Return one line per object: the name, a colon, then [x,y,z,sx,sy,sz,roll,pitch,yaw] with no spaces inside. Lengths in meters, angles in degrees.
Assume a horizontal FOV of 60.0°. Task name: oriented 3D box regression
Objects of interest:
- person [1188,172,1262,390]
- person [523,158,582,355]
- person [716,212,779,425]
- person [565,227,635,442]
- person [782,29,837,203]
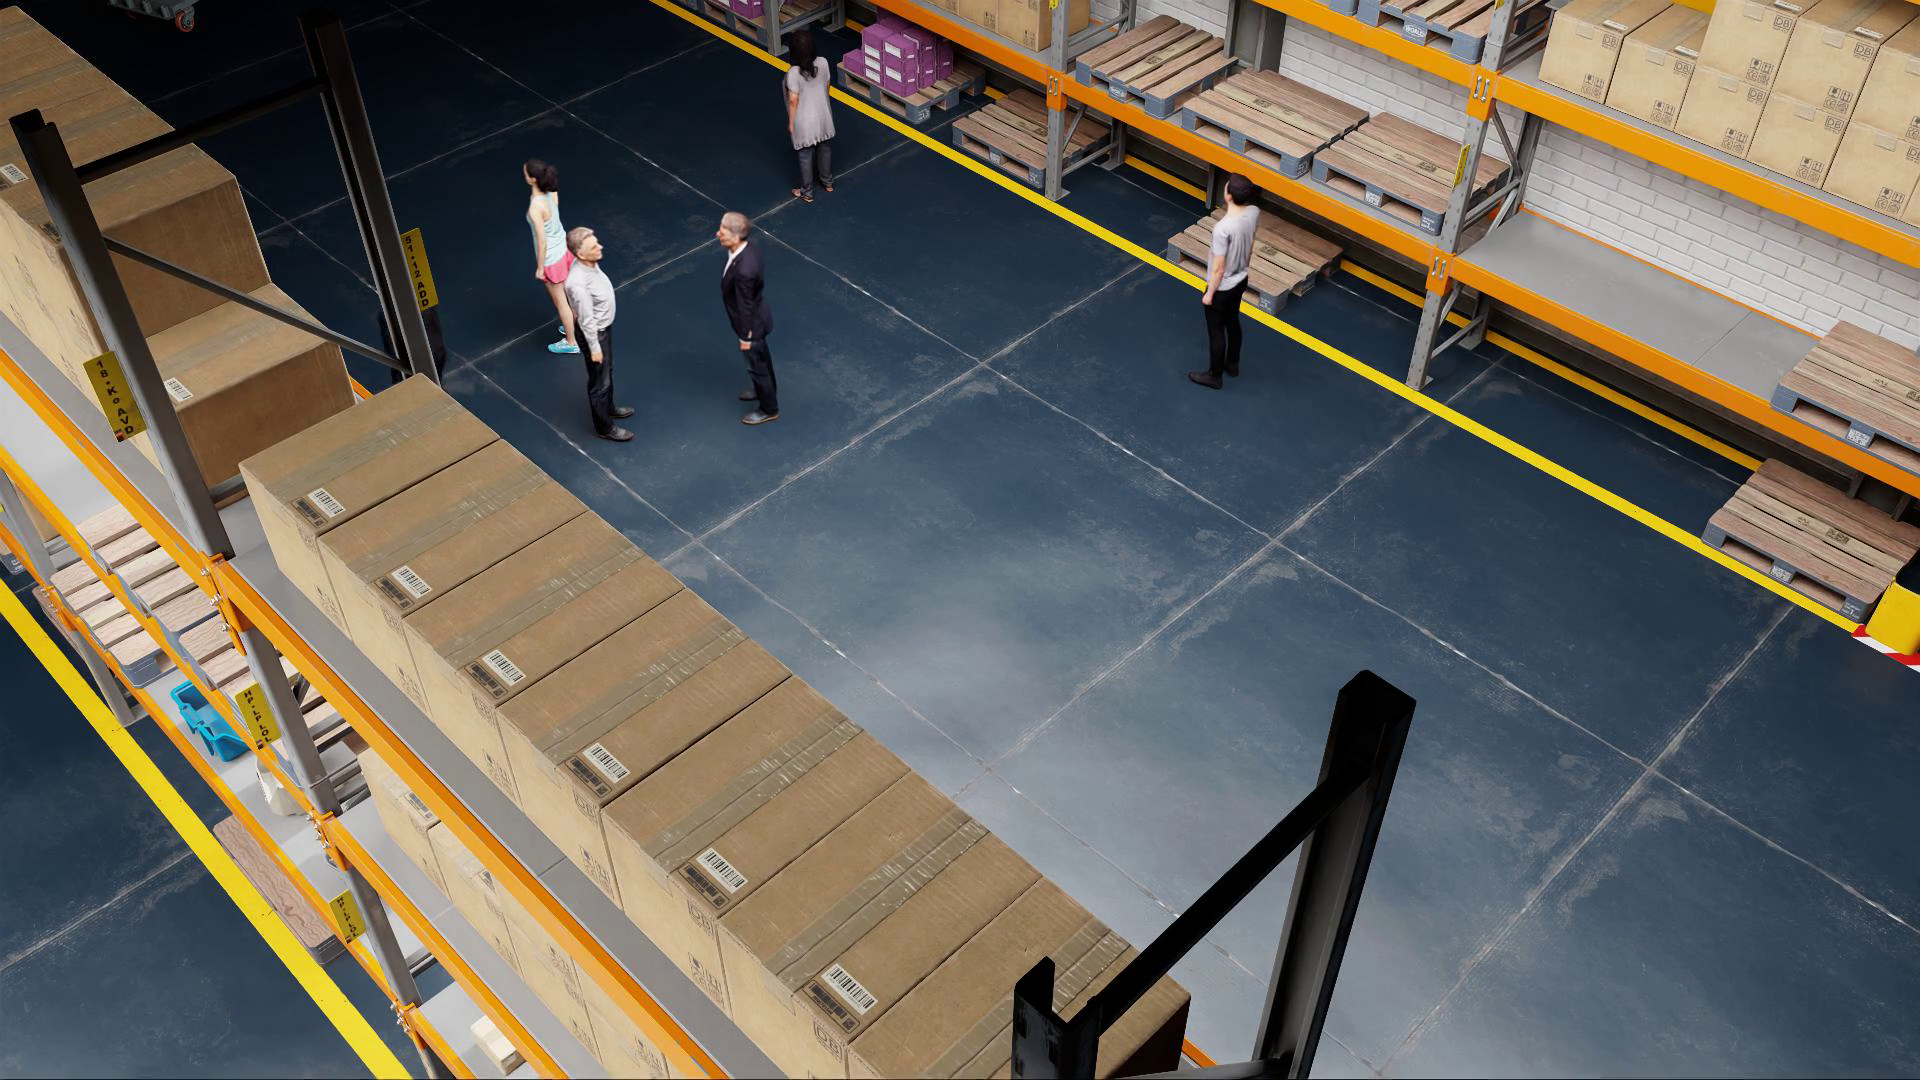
person: [2.085,-2.004,12.958,0.519,1.862,0.671,33,53,30]
person: [-3.259,-2.276,13.314,0.739,1.764,0.701,9,44,9]
person: [-1.597,-1.712,12.688,0.827,1.811,0.743,-5,44,-5]
person: [-2.751,-1.579,12.542,0.790,1.819,0.722,-1,44,-1]
person: [-1.363,-3.856,15.084,0.616,1.610,0.635,-33,53,-30]
